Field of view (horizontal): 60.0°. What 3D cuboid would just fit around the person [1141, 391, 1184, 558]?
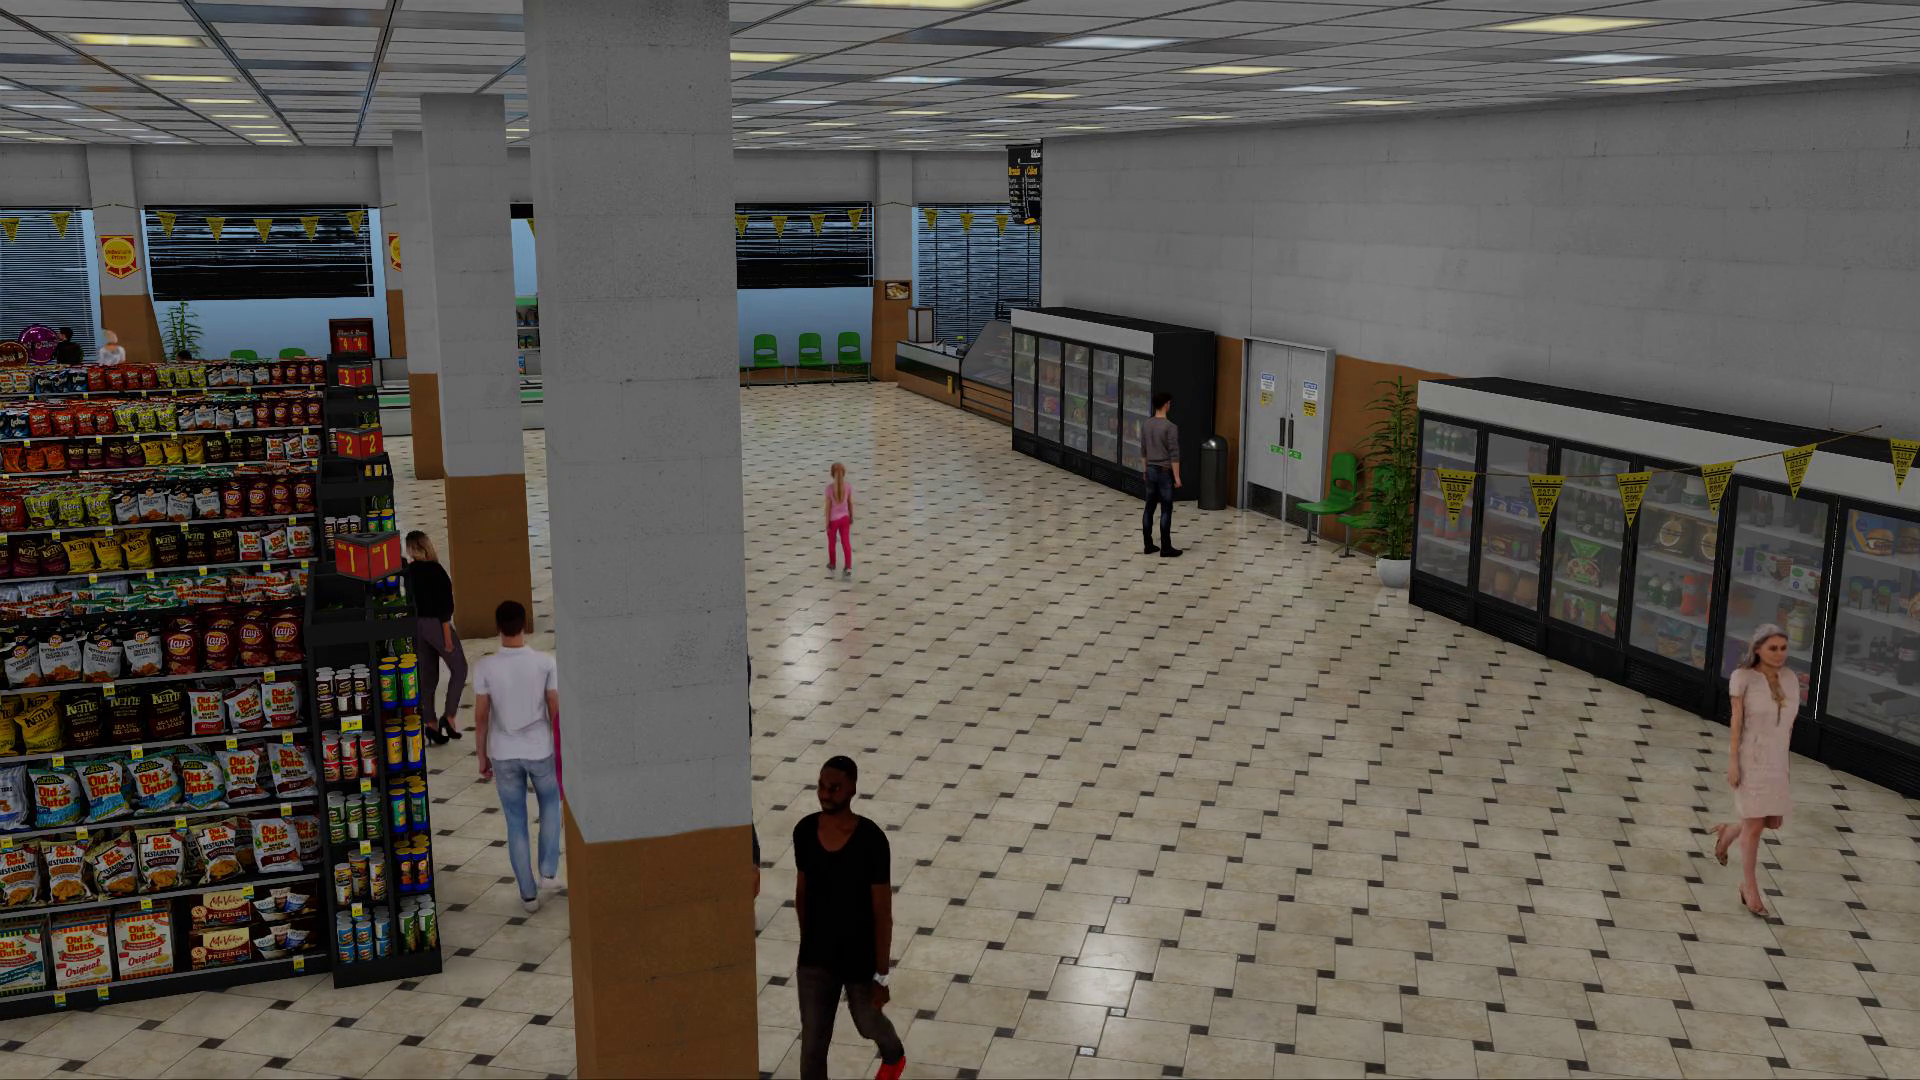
[{"bbox_3d":[2.310,-0.766,19.220,0.742,1.904,0.763,-11,16,-43],"label":"person"}]

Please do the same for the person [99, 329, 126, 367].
[{"bbox_3d":[-15.076,-2.858,29.646,0.841,1.701,0.703,-5,13,-24],"label":"person"}]

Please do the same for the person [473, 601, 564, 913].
[{"bbox_3d":[-2.525,1.287,9.634,0.574,1.836,0.744,-3,12,-14],"label":"person"}]

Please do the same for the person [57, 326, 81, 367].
[{"bbox_3d":[-15.565,-2.817,29.121,0.648,1.839,0.761,-2,12,-8],"label":"person"}]

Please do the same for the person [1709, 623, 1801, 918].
[{"bbox_3d":[4.630,1.318,9.763,0.828,1.724,0.750,-2,12,-9],"label":"person"}]

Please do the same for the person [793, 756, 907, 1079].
[{"bbox_3d":[-0.463,1.799,7.328,1.161,1.785,1.198,5,13,22],"label":"person"}]

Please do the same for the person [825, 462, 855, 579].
[{"bbox_3d":[-1.300,-0.208,18.146,0.828,1.255,0.552,-4,13,-20],"label":"person"}]

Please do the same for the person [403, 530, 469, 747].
[{"bbox_3d":[-4.059,0.767,12.571,0.744,1.644,0.787,9,15,35],"label":"person"}]
